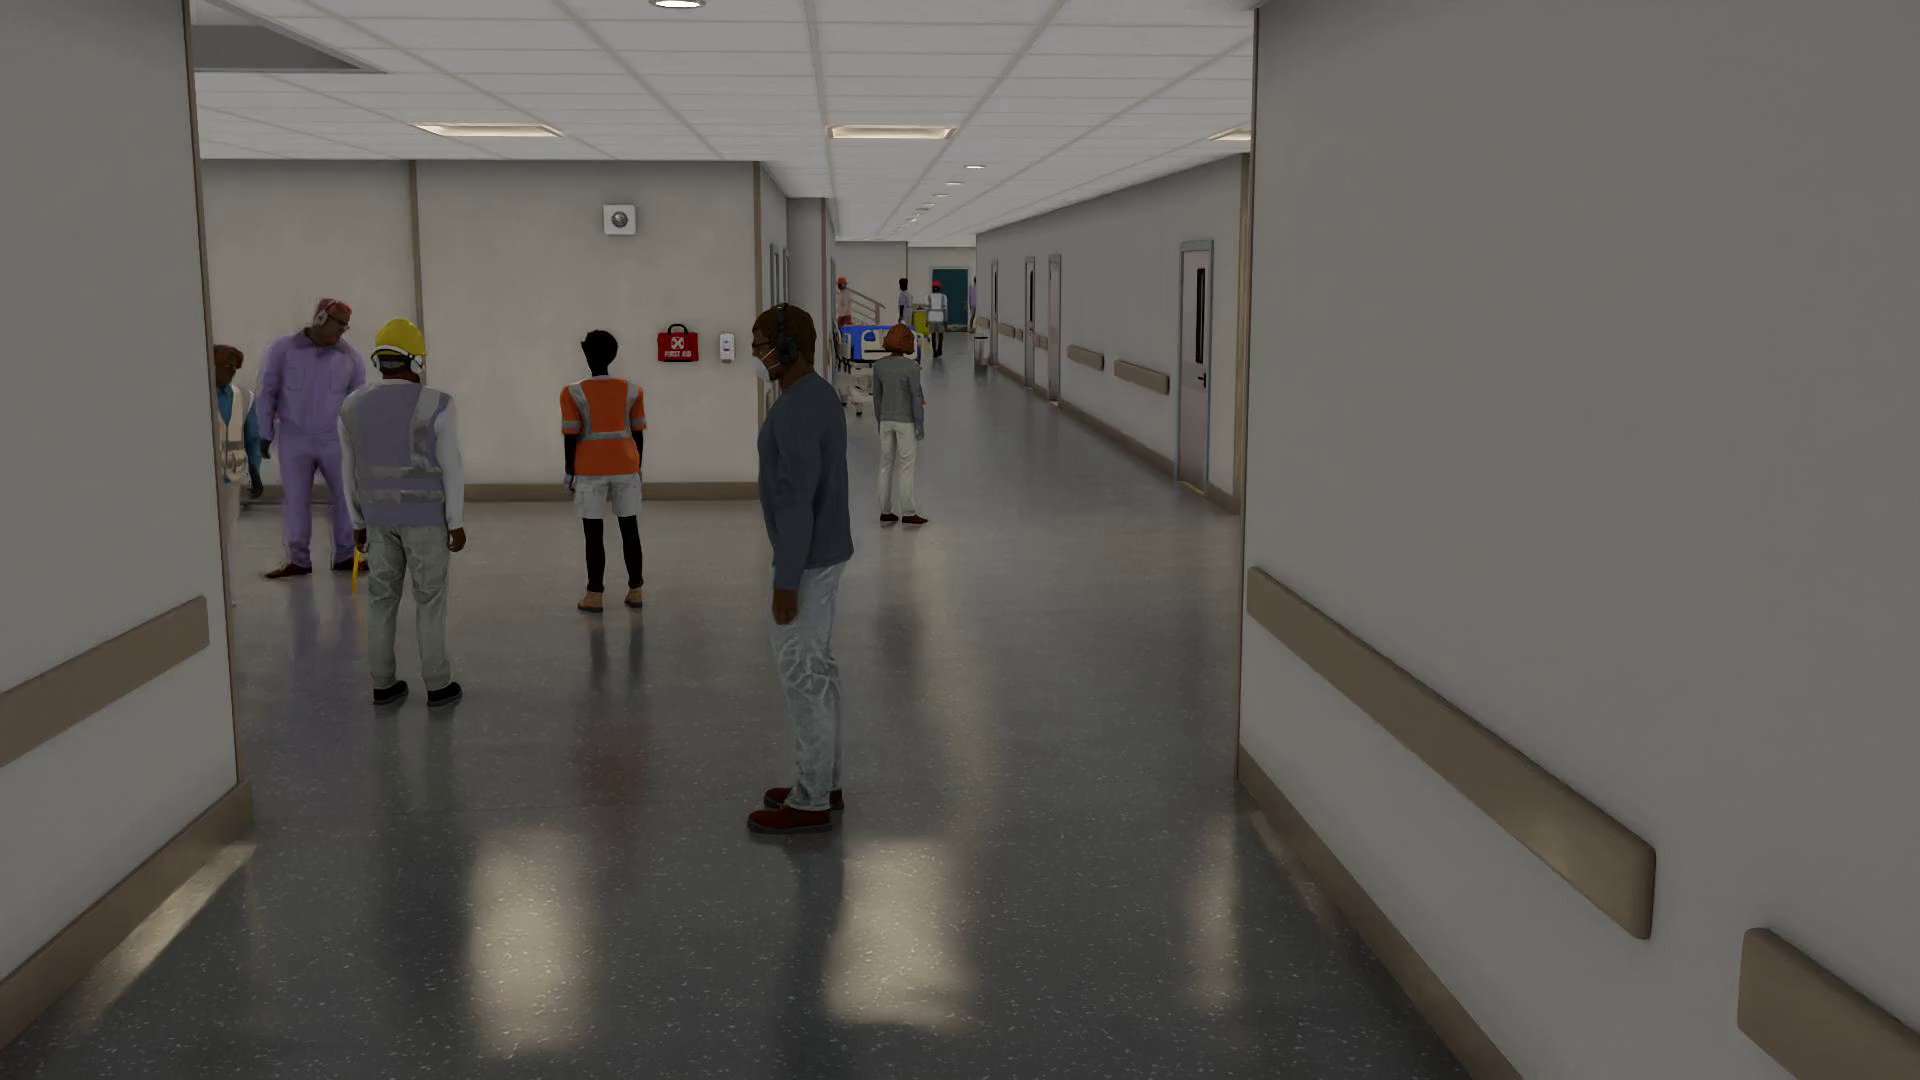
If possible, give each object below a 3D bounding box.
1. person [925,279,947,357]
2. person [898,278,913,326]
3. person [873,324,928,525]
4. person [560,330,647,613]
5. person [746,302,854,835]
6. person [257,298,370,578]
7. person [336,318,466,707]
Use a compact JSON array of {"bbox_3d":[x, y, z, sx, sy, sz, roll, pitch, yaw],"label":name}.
[{"bbox_3d":[-0.591,-5.424,40.799,0.553,1.917,0.520,0,9,-2],"label":"person"},{"bbox_3d":[-1.433,-5.851,43.373,0.384,1.953,0.618,4,10,21],"label":"person"},{"bbox_3d":[-0.489,-0.936,13.508,0.500,1.633,0.279,7,11,37],"label":"person"},{"bbox_3d":[-2.136,-0.410,10.005,0.534,1.697,0.322,-5,10,-30],"label":"person"},{"bbox_3d":[-0.585,0.102,6.093,0.387,1.927,0.636,0,9,1],"label":"person"},{"bbox_3d":[-4.340,-0.673,11.137,0.741,1.874,0.396,-4,10,-25],"label":"person"},{"bbox_3d":[-2.600,-0.121,7.816,0.585,1.824,0.405,2,9,10],"label":"person"}]
